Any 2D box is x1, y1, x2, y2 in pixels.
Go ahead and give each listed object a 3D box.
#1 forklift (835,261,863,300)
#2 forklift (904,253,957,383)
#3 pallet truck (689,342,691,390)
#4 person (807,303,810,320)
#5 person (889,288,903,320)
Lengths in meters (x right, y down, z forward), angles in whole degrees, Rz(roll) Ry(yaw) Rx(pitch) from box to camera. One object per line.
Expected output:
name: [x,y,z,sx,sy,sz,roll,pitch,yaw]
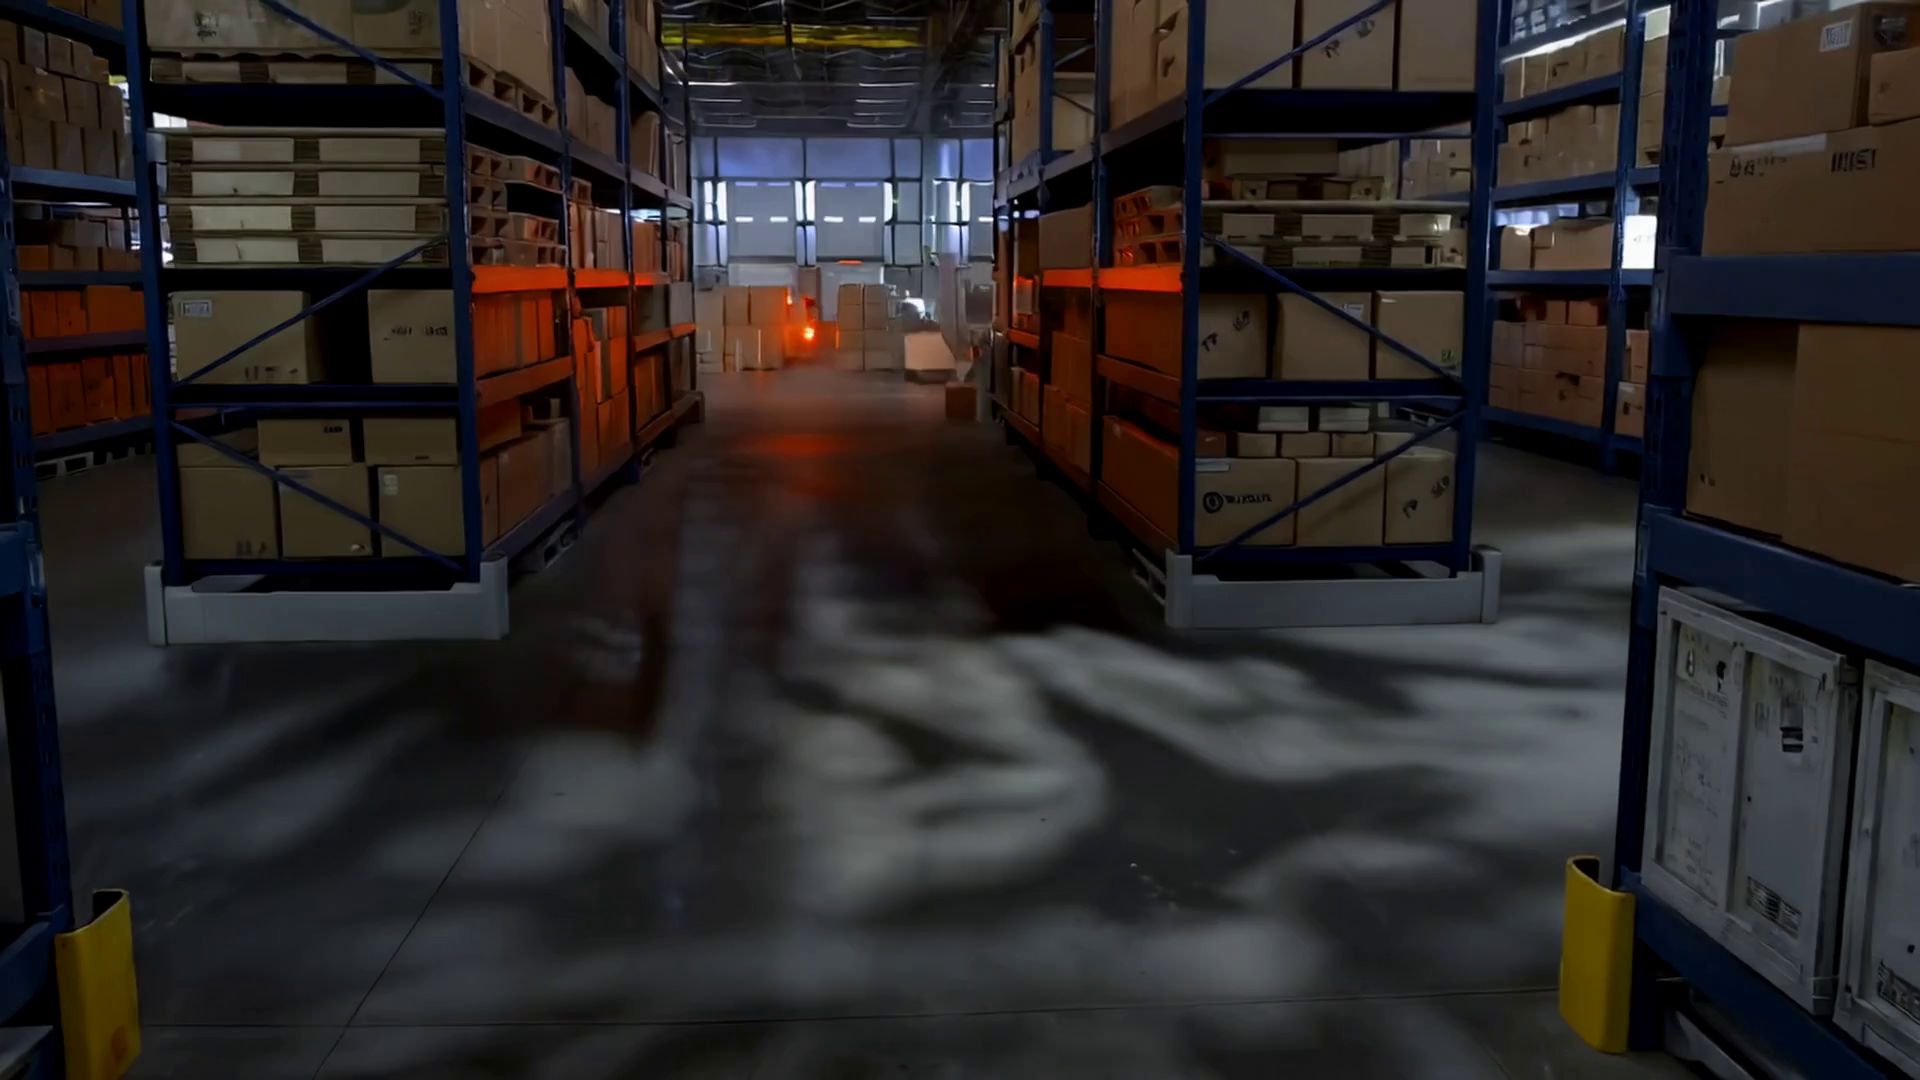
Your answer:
forklift: [-3.730,-8.019,56.182,1.129,2.768,1.873,-1,9,-4]
forklift: [-0.284,-4.866,36.387,1.873,2.768,1.129,-1,9,-4]
pallet truck: [-5.225,-3.008,27.480,1.885,1.965,0.823,2,9,14]
person: [-5.630,-7.912,59.308,0.532,1.680,0.650,-8,12,-40]
person: [-2.294,-7.818,57.923,0.640,1.927,0.389,3,10,20]
